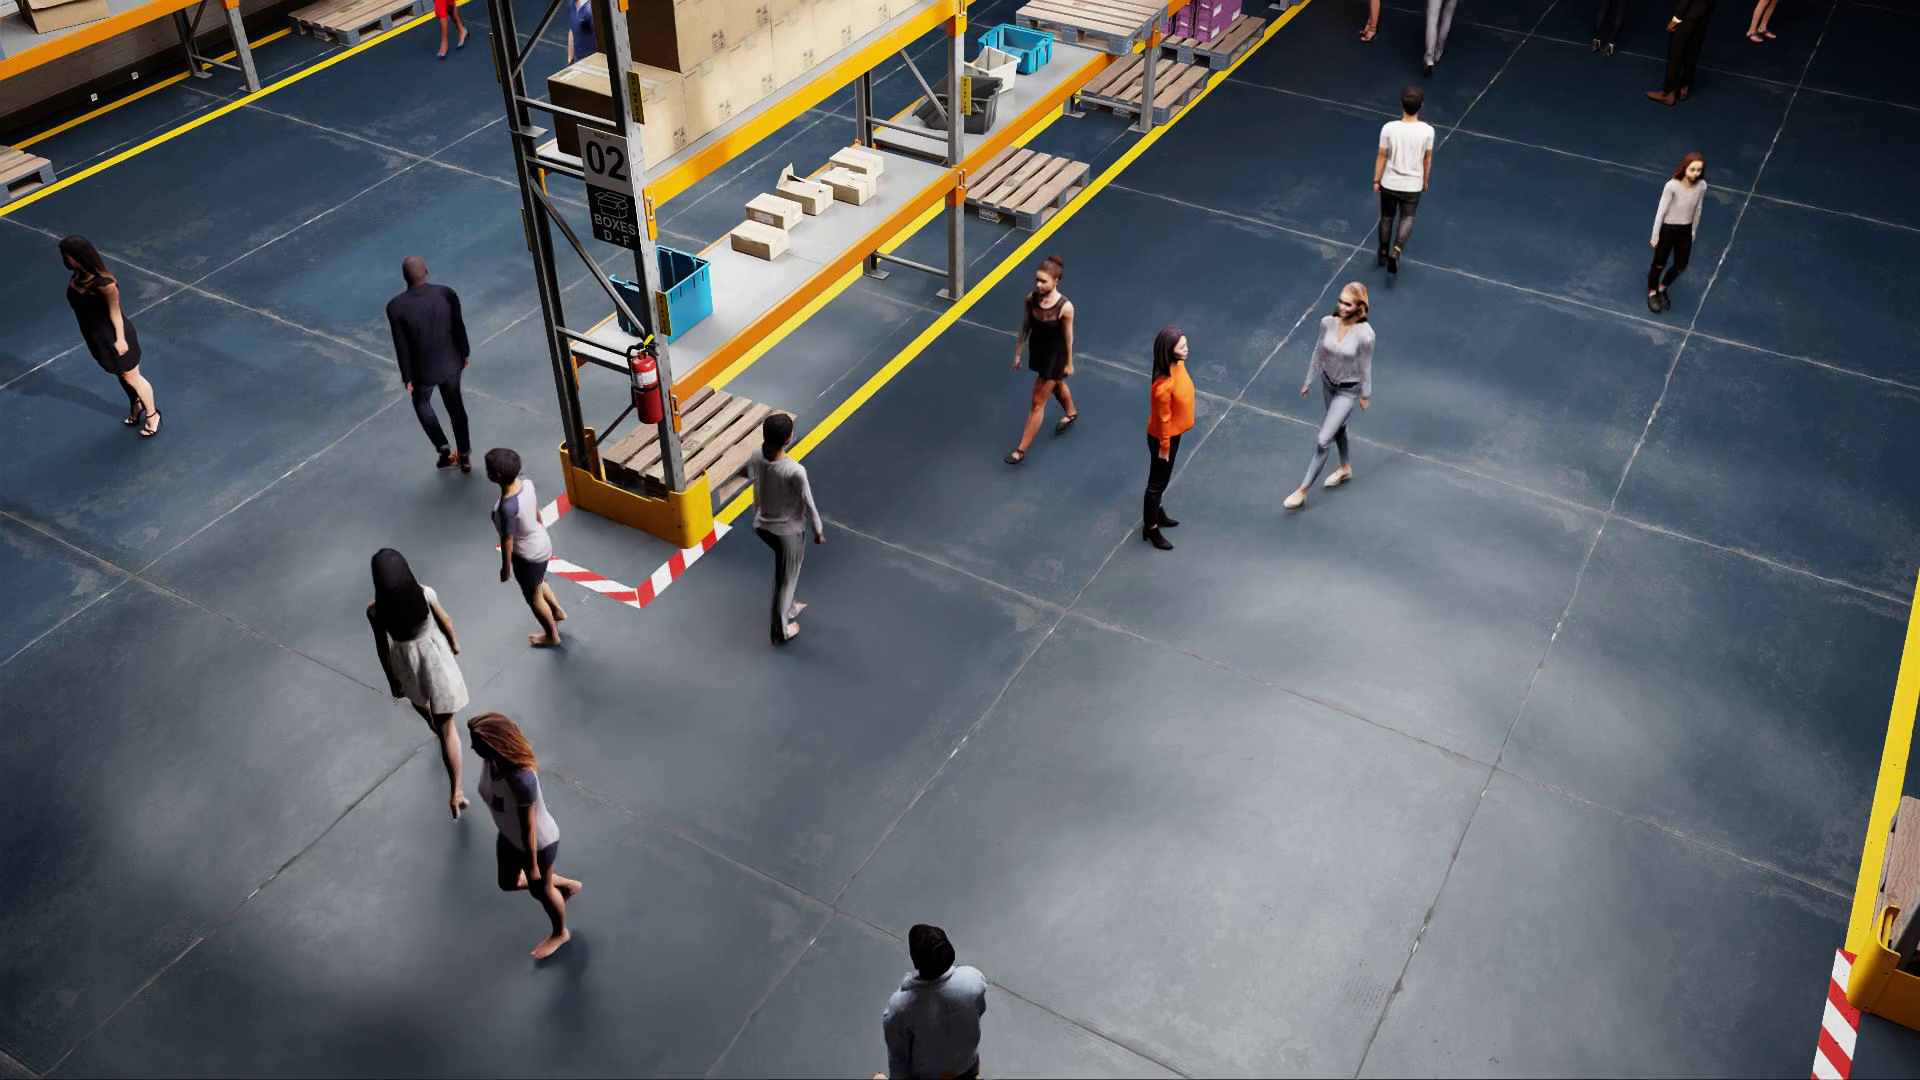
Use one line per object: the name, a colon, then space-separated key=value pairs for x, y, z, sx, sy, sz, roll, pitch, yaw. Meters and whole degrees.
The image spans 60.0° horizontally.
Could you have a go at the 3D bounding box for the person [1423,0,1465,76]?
person: x=5.335 y=-6.077 z=18.276 sx=0.874 sy=1.906 sz=1.264 roll=9 pitch=40 yaw=12

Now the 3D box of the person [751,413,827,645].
person: x=-1.217 y=-0.023 z=10.816 sx=0.656 sy=1.755 sz=0.706 roll=26 pitch=45 yaw=28

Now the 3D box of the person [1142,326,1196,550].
person: x=1.442 y=-0.741 z=11.721 sx=0.731 sy=1.749 sz=0.575 roll=10 pitch=40 yaw=12

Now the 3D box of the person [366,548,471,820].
person: x=-3.121 y=0.843 z=9.760 sx=1.165 sy=1.720 sz=1.191 roll=-11 pitch=40 yaw=-13

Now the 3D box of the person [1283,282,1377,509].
person: x=2.832 y=-1.114 z=12.173 sx=1.117 sy=1.767 sz=0.864 roll=-26 pitch=46 yaw=-29

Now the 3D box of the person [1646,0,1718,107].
person: x=7.790 y=-5.588 z=17.665 sx=0.753 sy=1.904 sz=0.855 roll=-17 pitch=42 yaw=-20

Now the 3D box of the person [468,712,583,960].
person: x=-2.246 y=1.538 z=8.897 sx=0.733 sy=1.712 sz=0.761 roll=31 pitch=48 yaw=33

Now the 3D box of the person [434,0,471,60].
person: x=-5.825 y=-6.400 z=18.828 sx=0.569 sy=1.723 sz=0.842 roll=22 pitch=44 yaw=25

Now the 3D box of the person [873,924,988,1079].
person: x=-0.057 y=2.490 z=7.657 sx=1.146 sy=1.772 sz=1.134 roll=-15 pitch=41 yaw=-18

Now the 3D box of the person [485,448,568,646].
person: x=-2.757 y=0.061 z=10.875 sx=0.743 sy=1.552 sz=0.643 roll=0 pitch=39 yaw=0

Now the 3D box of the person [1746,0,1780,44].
person: x=9.437 y=-6.559 z=19.160 sx=0.618 sy=1.556 sz=0.693 roll=-19 pitch=42 yaw=-22

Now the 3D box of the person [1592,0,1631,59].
person: x=7.433 y=-6.316 z=18.732 sx=0.633 sy=1.710 sz=0.568 roll=26 pitch=46 yaw=29

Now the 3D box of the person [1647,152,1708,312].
person: x=6.158 y=-2.705 z=14.397 sx=0.658 sy=1.479 sz=0.677 roll=-2 pitch=39 yaw=-3

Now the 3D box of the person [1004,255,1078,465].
person: x=0.721 y=-1.414 z=12.667 sx=0.747 sy=1.621 sz=1.173 roll=30 pitch=47 yaw=32

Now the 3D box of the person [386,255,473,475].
person: x=-3.858 y=-1.235 z=12.292 sx=0.759 sy=1.808 sz=0.885 roll=-22 pitch=44 yaw=-25

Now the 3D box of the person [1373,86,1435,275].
person: x=3.923 y=-3.160 z=14.783 sx=0.758 sy=1.707 sz=0.941 roll=10 pitch=40 yaw=13

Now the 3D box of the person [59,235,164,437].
person: x=-6.521 y=-1.575 z=12.790 sx=0.713 sy=1.718 sz=0.671 roll=30 pitch=48 yaw=32
